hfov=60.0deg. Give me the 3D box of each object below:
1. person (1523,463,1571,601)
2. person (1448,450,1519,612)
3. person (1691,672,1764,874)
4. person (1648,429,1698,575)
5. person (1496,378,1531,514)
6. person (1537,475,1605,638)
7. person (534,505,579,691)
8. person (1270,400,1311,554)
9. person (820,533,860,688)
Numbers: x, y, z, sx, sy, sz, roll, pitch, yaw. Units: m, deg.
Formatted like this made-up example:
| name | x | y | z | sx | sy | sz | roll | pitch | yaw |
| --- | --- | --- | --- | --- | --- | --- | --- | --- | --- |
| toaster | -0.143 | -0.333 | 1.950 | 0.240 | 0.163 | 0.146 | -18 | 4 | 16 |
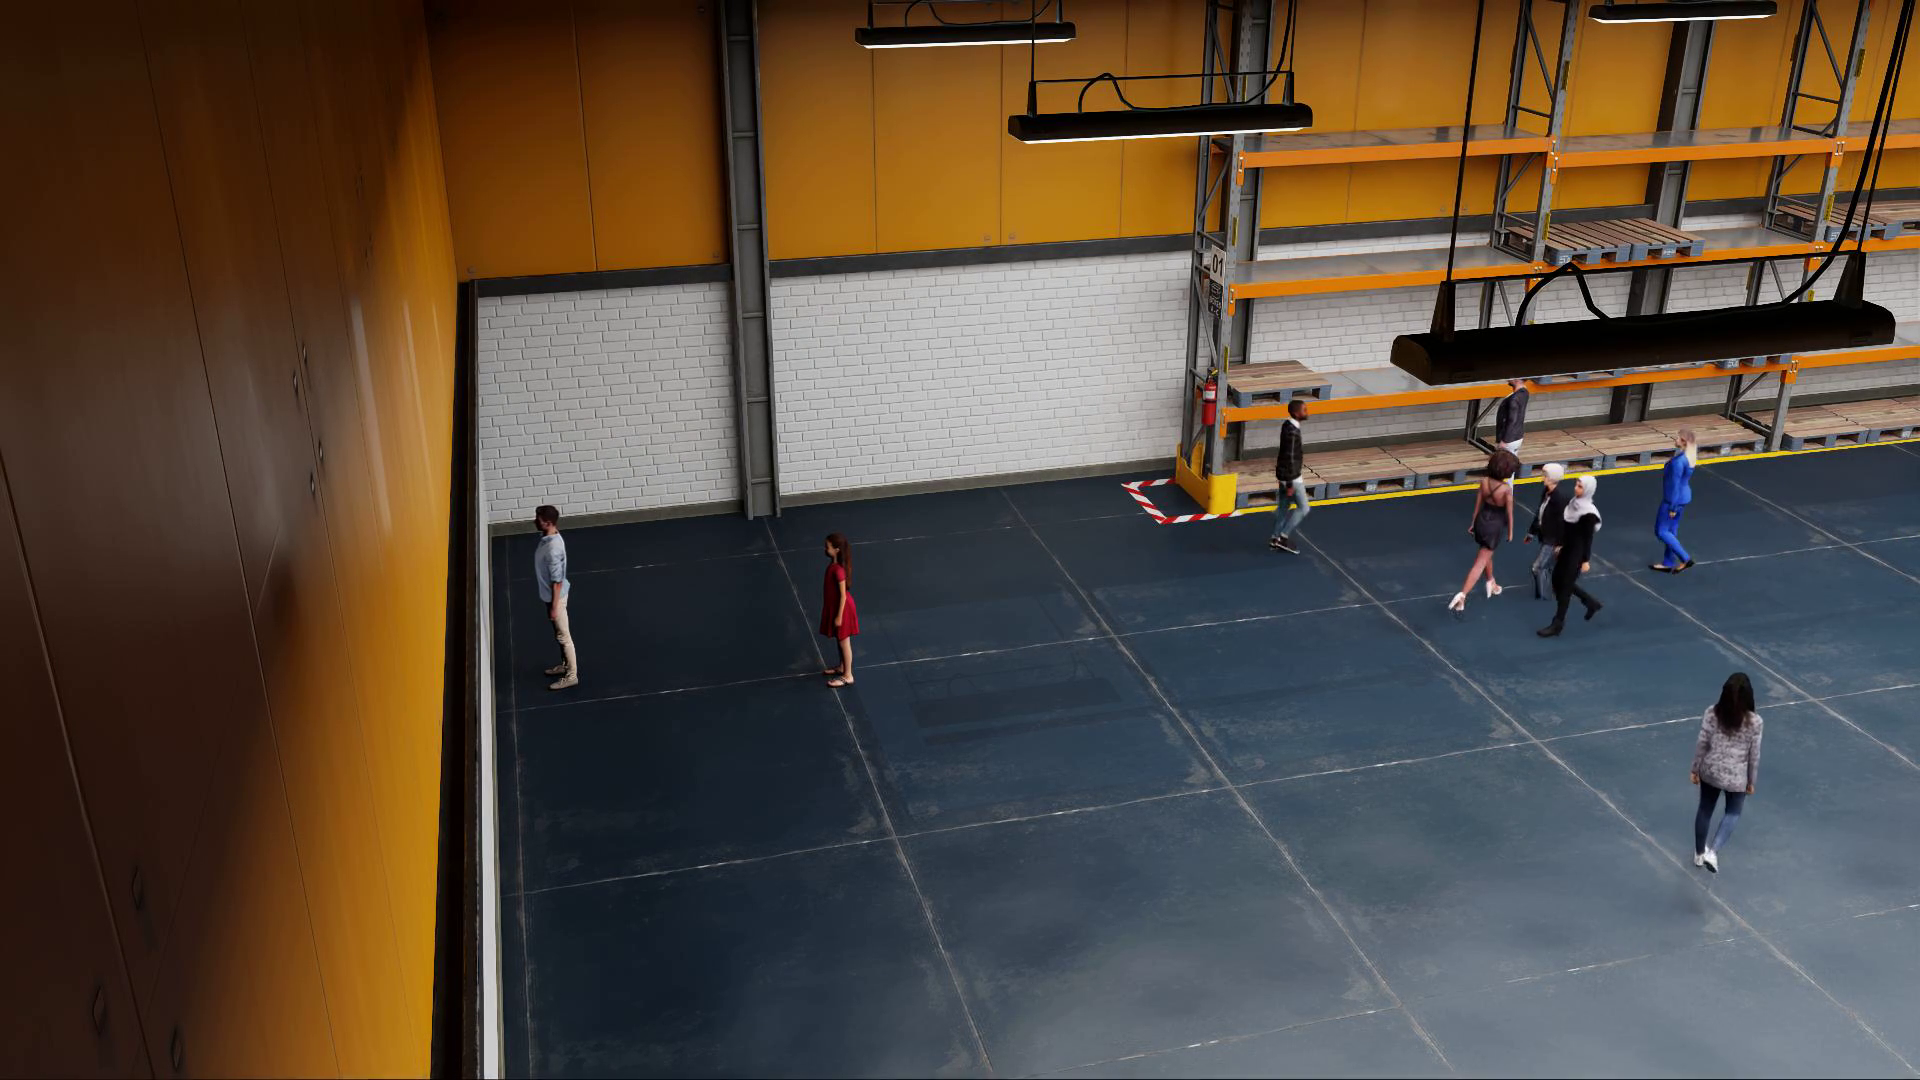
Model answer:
| name | x | y | z | sx | sy | sz | roll | pitch | yaw |
| --- | --- | --- | --- | --- | --- | --- | --- | --- | --- |
| person | 6.458 | 0.029 | 17.781 | 0.855 | 1.764 | 0.890 | 3 | 24 | 6 |
| person | 5.441 | -0.042 | 17.278 | 1.198 | 1.743 | 0.864 | -17 | 29 | -35 |
| person | 5.926 | 1.862 | 12.953 | 0.866 | 1.717 | 0.943 | 17 | 29 | 33 |
| person | 7.908 | -0.382 | 18.125 | 0.874 | 1.687 | 0.821 | 18 | 29 | 35 |
| person | 6.554 | -1.193 | 19.794 | 0.790 | 1.837 | 0.721 | 14 | 27 | 29 |
| person | 6.270 | 0.165 | 16.780 | 0.956 | 1.762 | 0.683 | -4 | 24 | -9 |
| person | -3.855 | 0.522 | 15.856 | 0.553 | 1.847 | 0.649 | -7 | 25 | -16 |
| person | 3.618 | -0.714 | 18.728 | 0.752 | 1.812 | 0.777 | 1 | 24 | 3 |
| person | -1.154 | 0.644 | 15.945 | 0.597 | 1.554 | 0.539 | -5 | 24 | -12 |
